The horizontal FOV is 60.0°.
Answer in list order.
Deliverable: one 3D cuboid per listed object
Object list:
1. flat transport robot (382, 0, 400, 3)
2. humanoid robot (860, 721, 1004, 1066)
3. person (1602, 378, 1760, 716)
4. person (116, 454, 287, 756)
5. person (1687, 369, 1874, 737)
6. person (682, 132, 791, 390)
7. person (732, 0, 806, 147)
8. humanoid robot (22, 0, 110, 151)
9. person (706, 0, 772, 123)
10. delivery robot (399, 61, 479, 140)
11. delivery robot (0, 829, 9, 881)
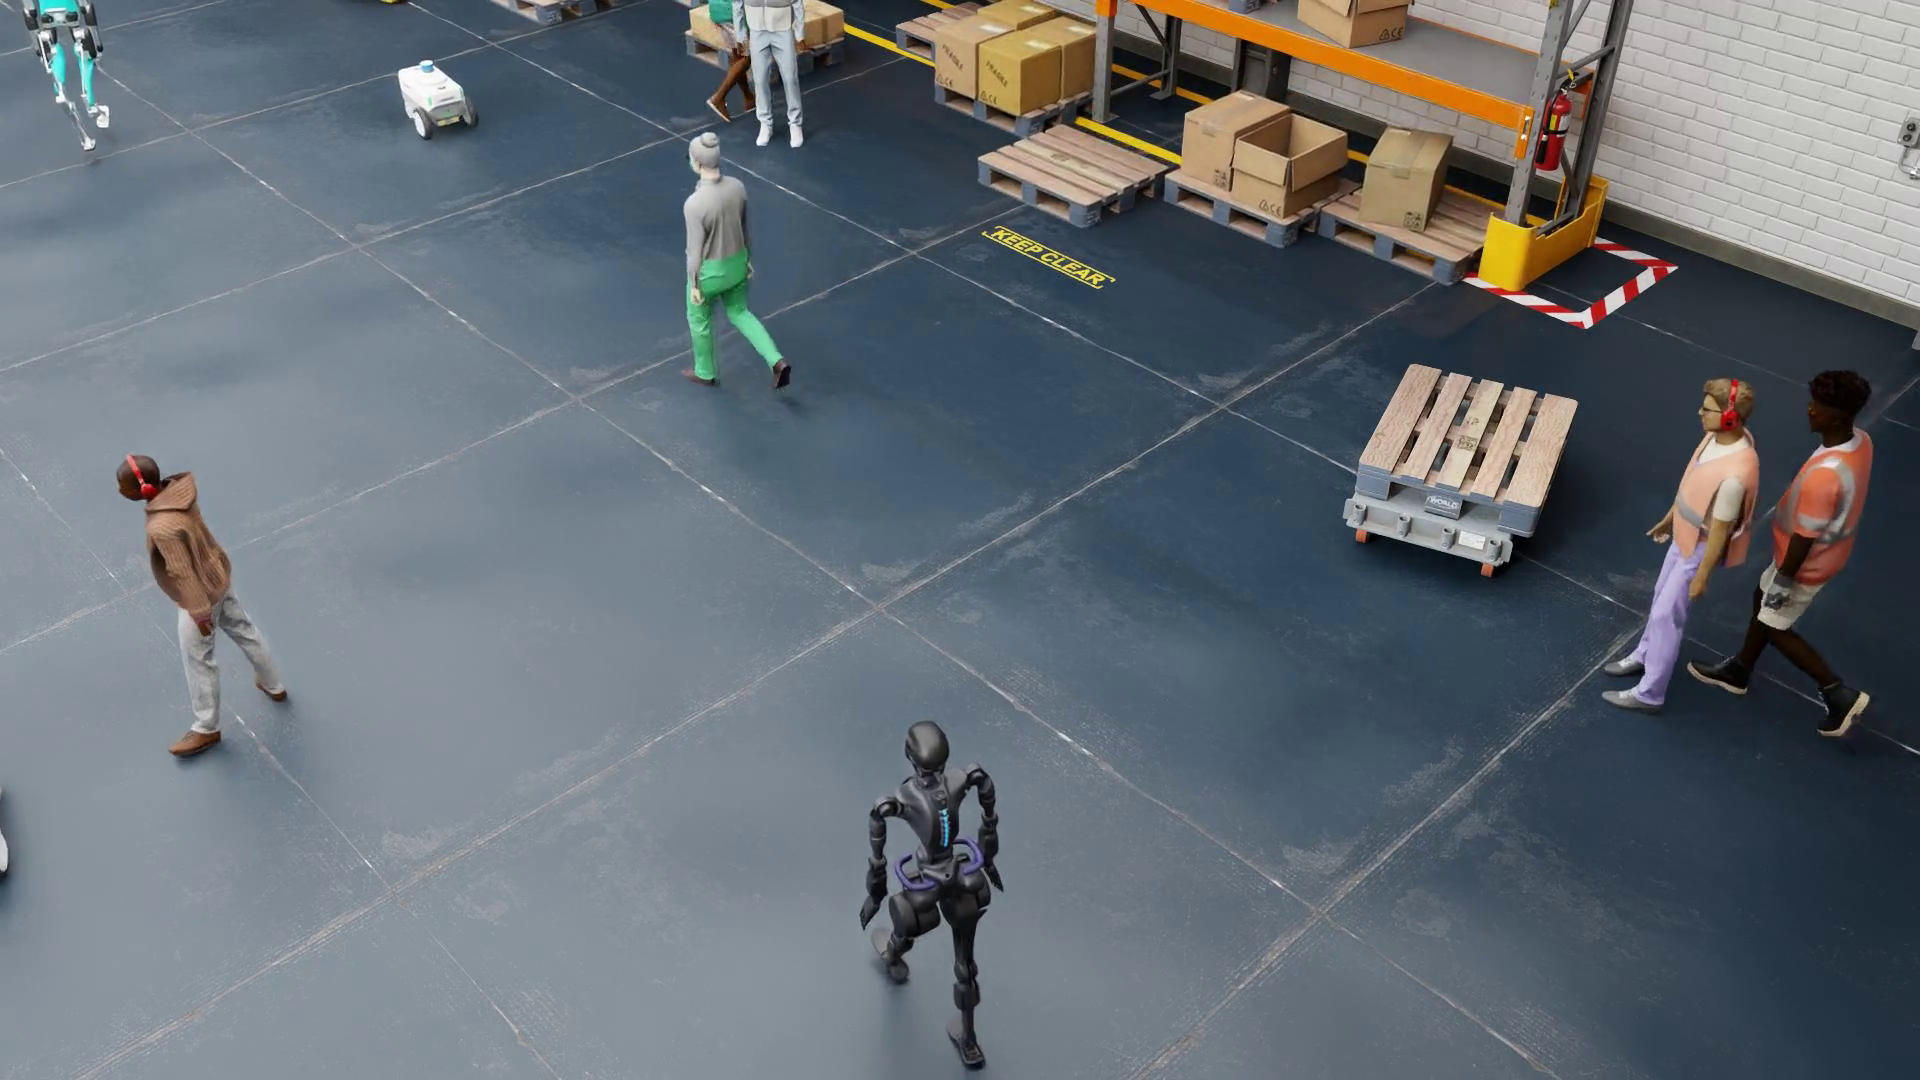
[{"bbox_3d":[-6.078,-5.928,17.381,1.431,0.231,0.659,28,45,32],"label":"flat transport robot"},{"bbox_3d":[-0.114,1.334,6.625,0.600,1.624,0.764,-16,40,-20],"label":"humanoid robot"},{"bbox_3d":[3.618,0.034,8.193,0.458,1.829,0.580,10,38,13],"label":"person"},{"bbox_3d":[-3.719,0.272,8.048,0.538,1.624,0.589,-7,38,-10],"label":"person"},{"bbox_3d":[4.169,0.098,8.026,0.794,1.931,0.640,26,44,30],"label":"person"},{"bbox_3d":[-1.489,-1.733,10.541,0.777,1.817,0.539,26,44,30],"label":"person"},{"bbox_3d":[-1.571,-4.200,13.739,0.596,1.907,0.408,1,37,2],"label":"person"},{"bbox_3d":[-7.296,-3.983,13.595,0.549,1.742,1.032,-11,38,-14],"label":"humanoid robot"},{"bbox_3d":[-1.949,-4.484,14.175,0.661,1.827,0.522,-29,46,-33],"label":"person"},{"bbox_3d":[-4.539,-3.817,14.365,0.499,0.614,0.802,-24,43,-28],"label":"delivery robot"},{"bbox_3d":[-4.696,1.249,7.643,0.499,0.595,0.797,-12,39,-15],"label":"delivery robot"}]
